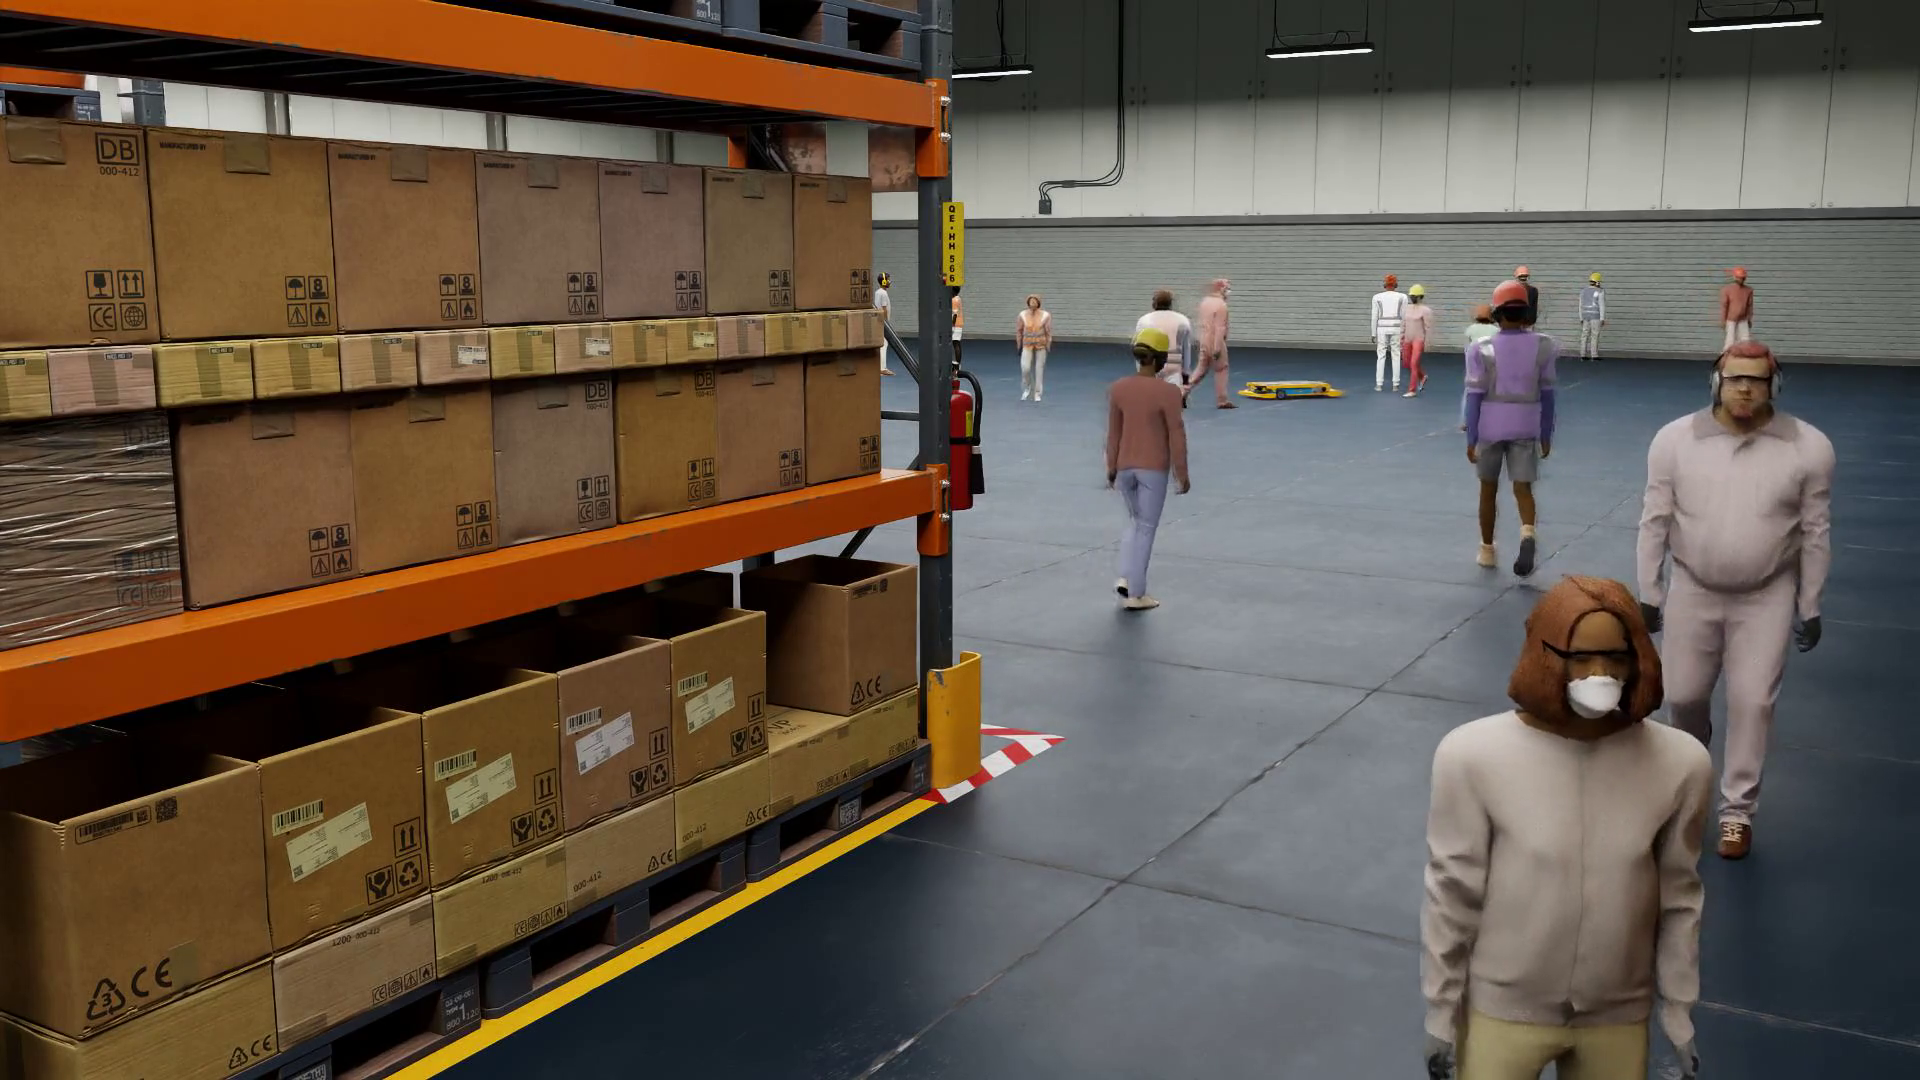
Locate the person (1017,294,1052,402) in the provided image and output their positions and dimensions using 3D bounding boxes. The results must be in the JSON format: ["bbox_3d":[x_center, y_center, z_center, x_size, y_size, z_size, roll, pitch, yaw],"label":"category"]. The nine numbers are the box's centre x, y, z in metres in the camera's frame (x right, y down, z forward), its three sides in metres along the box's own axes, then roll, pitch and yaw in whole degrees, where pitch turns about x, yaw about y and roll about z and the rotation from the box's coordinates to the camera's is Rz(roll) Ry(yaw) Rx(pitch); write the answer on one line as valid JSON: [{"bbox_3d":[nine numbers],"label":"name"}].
[{"bbox_3d":[1.109,-2.862,24.839,0.522,1.615,0.486,1,10,6],"label":"person"}]

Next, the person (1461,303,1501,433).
[{"bbox_3d":[6.515,-2.125,20.566,0.825,1.585,0.523,-7,12,-35],"label":"person"}]

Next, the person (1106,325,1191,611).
[{"bbox_3d":[1.160,-0.437,10.235,0.434,1.748,0.540,-9,13,-43],"label":"person"}]

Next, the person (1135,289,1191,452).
[{"bbox_3d":[2.279,-1.893,18.598,0.639,1.819,0.852,-1,10,-4],"label":"person"}]

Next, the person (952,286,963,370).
[{"bbox_3d":[-0.096,-4.061,31.617,0.318,1.699,0.534,1,10,5],"label":"person"}]

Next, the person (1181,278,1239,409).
[{"bbox_3d":[3.527,-2.781,23.651,0.865,1.872,0.677,-4,10,-20],"label":"person"}]

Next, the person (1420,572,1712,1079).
[{"bbox_3d":[1.076,0.859,3.001,0.505,1.631,0.267,0,10,1],"label":"person"}]

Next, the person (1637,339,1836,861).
[{"bbox_3d":[2.885,0.186,6.231,0.652,1.887,0.709,5,11,28],"label":"person"}]

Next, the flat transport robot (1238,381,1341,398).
[{"bbox_3d":[5.079,-2.324,25.623,1.431,0.197,0.652,-3,10,-18],"label":"flat transport robot"}]

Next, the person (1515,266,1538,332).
[{"bbox_3d":[10.004,-3.876,29.675,0.612,1.991,0.392,-3,10,-18],"label":"person"}]

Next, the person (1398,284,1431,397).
[{"bbox_3d":[7.088,-3.091,25.769,0.599,1.748,0.538,-7,12,-35],"label":"person"}]

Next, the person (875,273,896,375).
[{"bbox_3d":[-1.388,-3.955,30.495,0.328,1.872,0.510,-4,10,-20],"label":"person"}]

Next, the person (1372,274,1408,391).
[{"bbox_3d":[6.939,-3.345,26.882,0.575,1.884,0.355,2,10,12],"label":"person"}]

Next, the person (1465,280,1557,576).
[{"bbox_3d":[3.731,-0.749,11.291,0.617,2.023,0.850,1,10,6],"label":"person"}]

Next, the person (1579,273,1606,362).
[{"bbox_3d":[13.110,-4.611,34.446,0.403,1.830,0.600,-6,11,-30],"label":"person"}]

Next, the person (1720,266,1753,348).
[{"bbox_3d":[14.629,-4.154,31.329,0.655,1.977,0.435,-1,10,-4],"label":"person"}]
